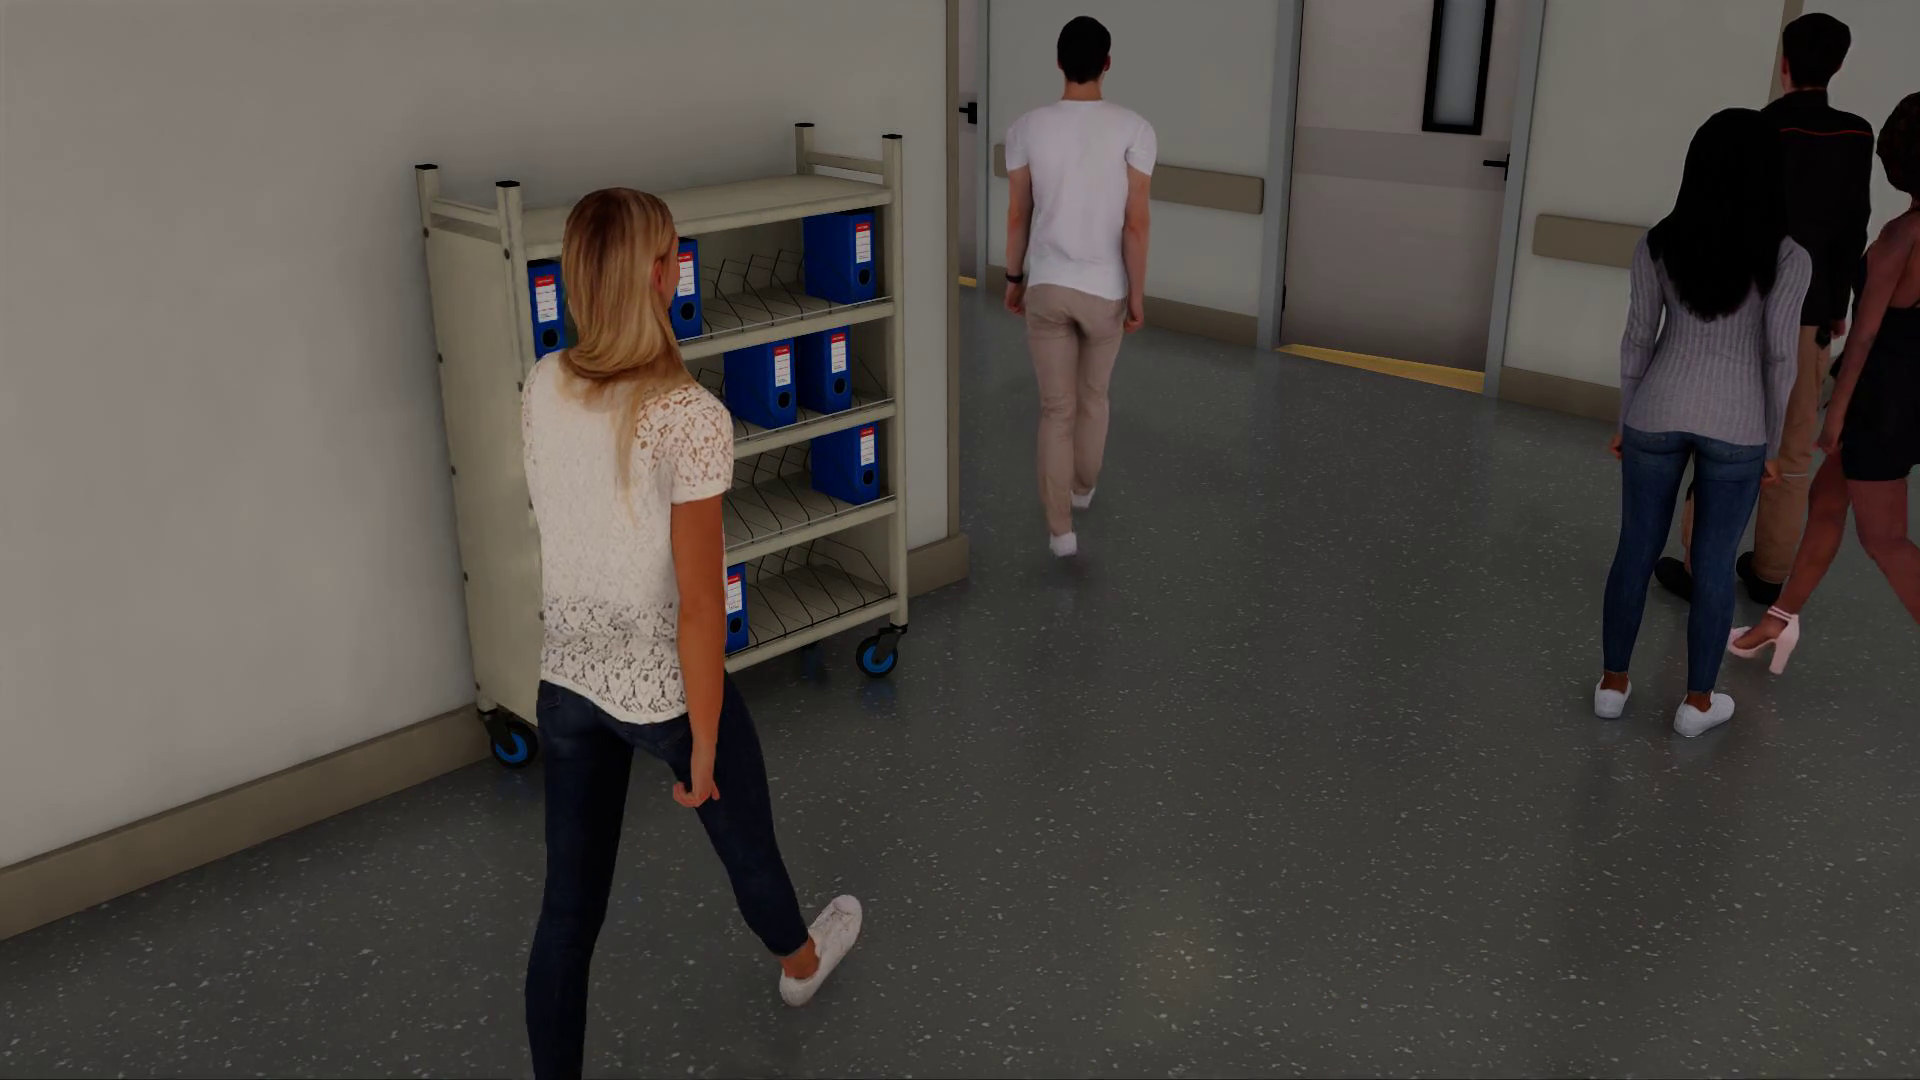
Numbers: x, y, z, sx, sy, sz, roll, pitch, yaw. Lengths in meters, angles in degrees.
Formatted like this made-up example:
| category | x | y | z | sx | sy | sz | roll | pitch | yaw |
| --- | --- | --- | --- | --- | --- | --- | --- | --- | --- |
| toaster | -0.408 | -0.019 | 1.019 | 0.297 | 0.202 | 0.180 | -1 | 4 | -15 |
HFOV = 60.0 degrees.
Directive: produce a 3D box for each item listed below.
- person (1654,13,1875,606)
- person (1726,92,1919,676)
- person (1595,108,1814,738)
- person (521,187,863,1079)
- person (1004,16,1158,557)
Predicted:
| category | x | y | z | sx | sy | sz | roll | pitch | yaw |
| --- | --- | --- | --- | --- | --- | --- | --- | --- | --- |
| person | 2.627 | -0.715 | 5.420 | 0.764 | 1.924 | 0.847 | -2 | 21 | -5 |
| person | 2.627 | -0.301 | 4.569 | 1.080 | 1.754 | 0.776 | -13 | 24 | -31 |
| person | 2.027 | -0.301 | 4.589 | 0.639 | 1.740 | 0.580 | 14 | 25 | 33 |
| person | -0.618 | 0.339 | 2.872 | 0.880 | 1.760 | 1.208 | 9 | 22 | 22 |
| person | 0.394 | -0.826 | 5.830 | 1.167 | 1.843 | 1.285 | 2 | 21 | 6 |
